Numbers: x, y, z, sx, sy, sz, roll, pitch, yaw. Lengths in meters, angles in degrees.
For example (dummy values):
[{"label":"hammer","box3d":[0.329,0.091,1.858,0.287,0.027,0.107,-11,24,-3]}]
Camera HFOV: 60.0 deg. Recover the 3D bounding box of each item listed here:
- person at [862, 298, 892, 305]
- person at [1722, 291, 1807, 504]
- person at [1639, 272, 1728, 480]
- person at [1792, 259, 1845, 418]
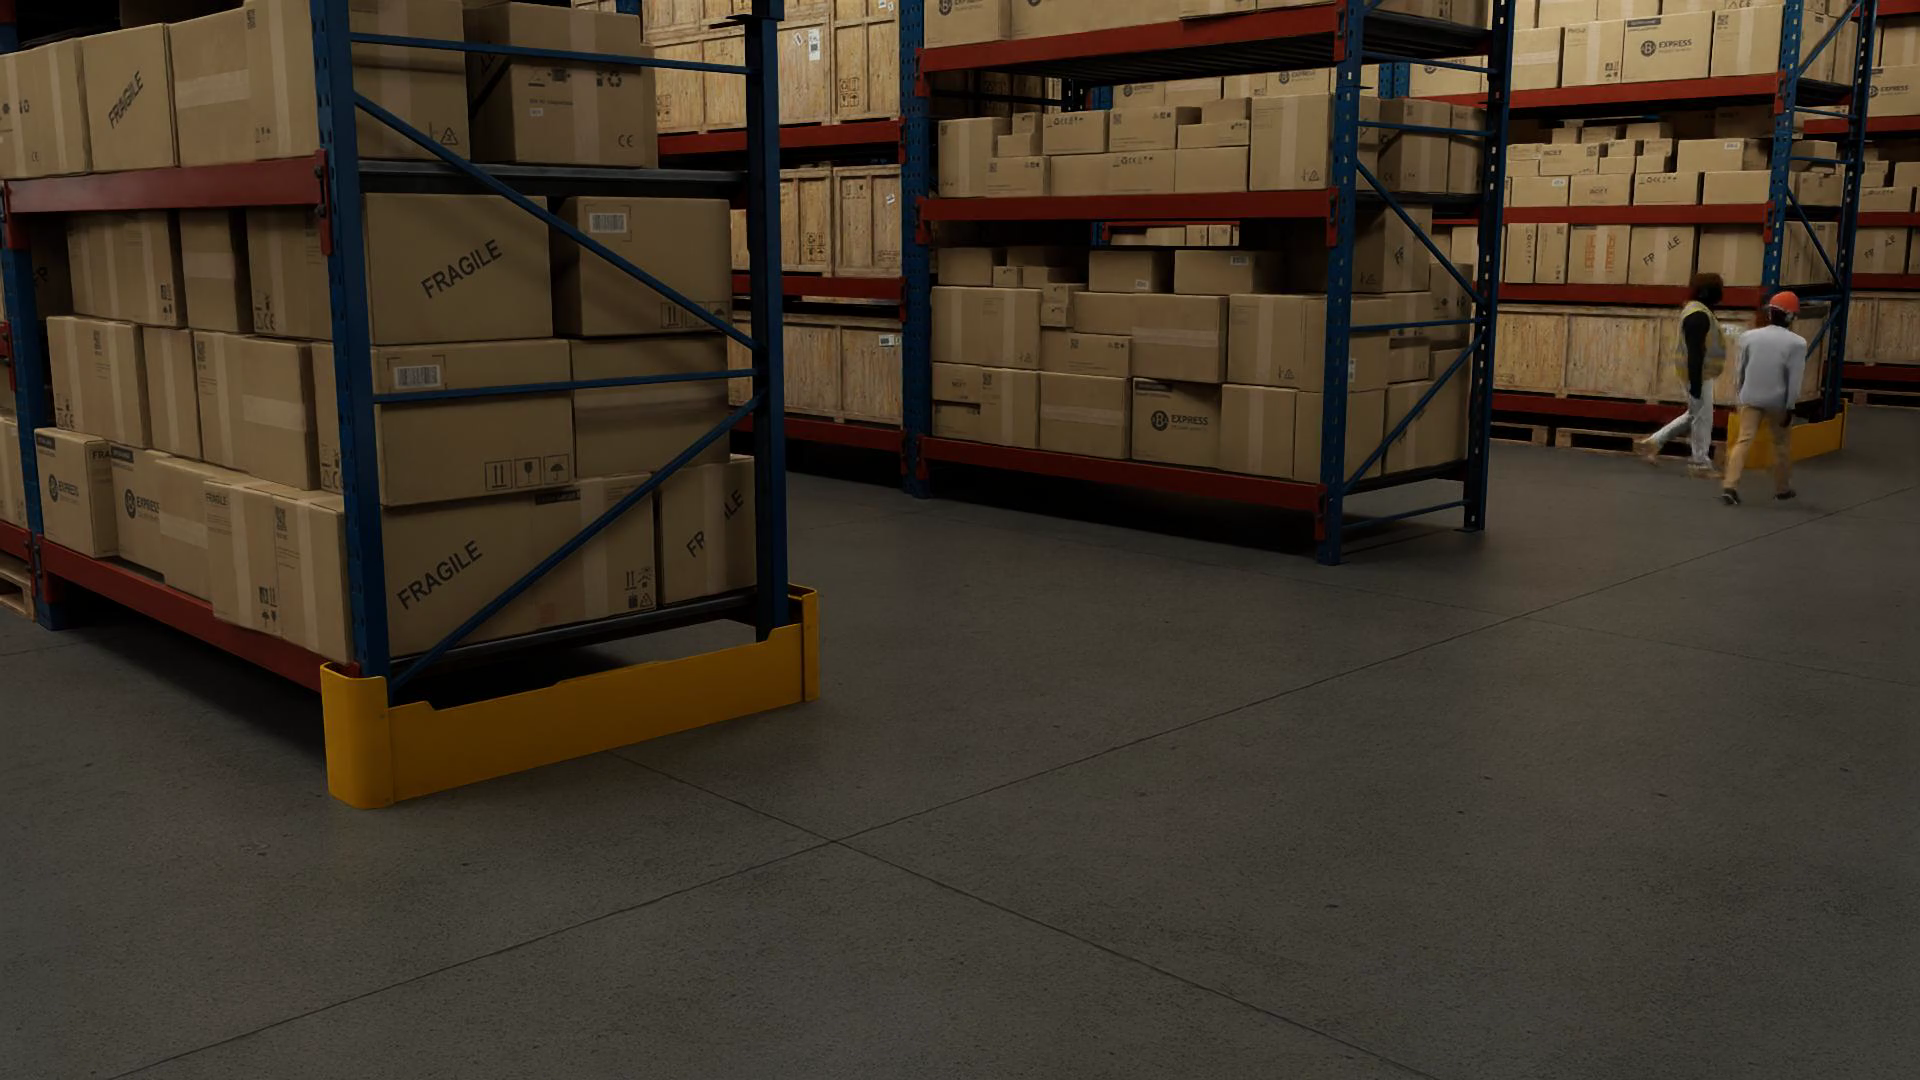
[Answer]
[{"label":"person","box3d":[-1.061,-2.577,20.865,0.629,1.795,0.654,5,12,27]},{"label":"person","box3d":[6.415,-1.126,13.250,0.922,1.709,0.560,-9,14,-40]},{"label":"person","box3d":[6.431,-1.445,14.653,0.668,1.824,0.629,5,12,27]},{"label":"person","box3d":[9.921,-2.316,19.163,0.569,1.891,0.948,0,10,-1]}]
